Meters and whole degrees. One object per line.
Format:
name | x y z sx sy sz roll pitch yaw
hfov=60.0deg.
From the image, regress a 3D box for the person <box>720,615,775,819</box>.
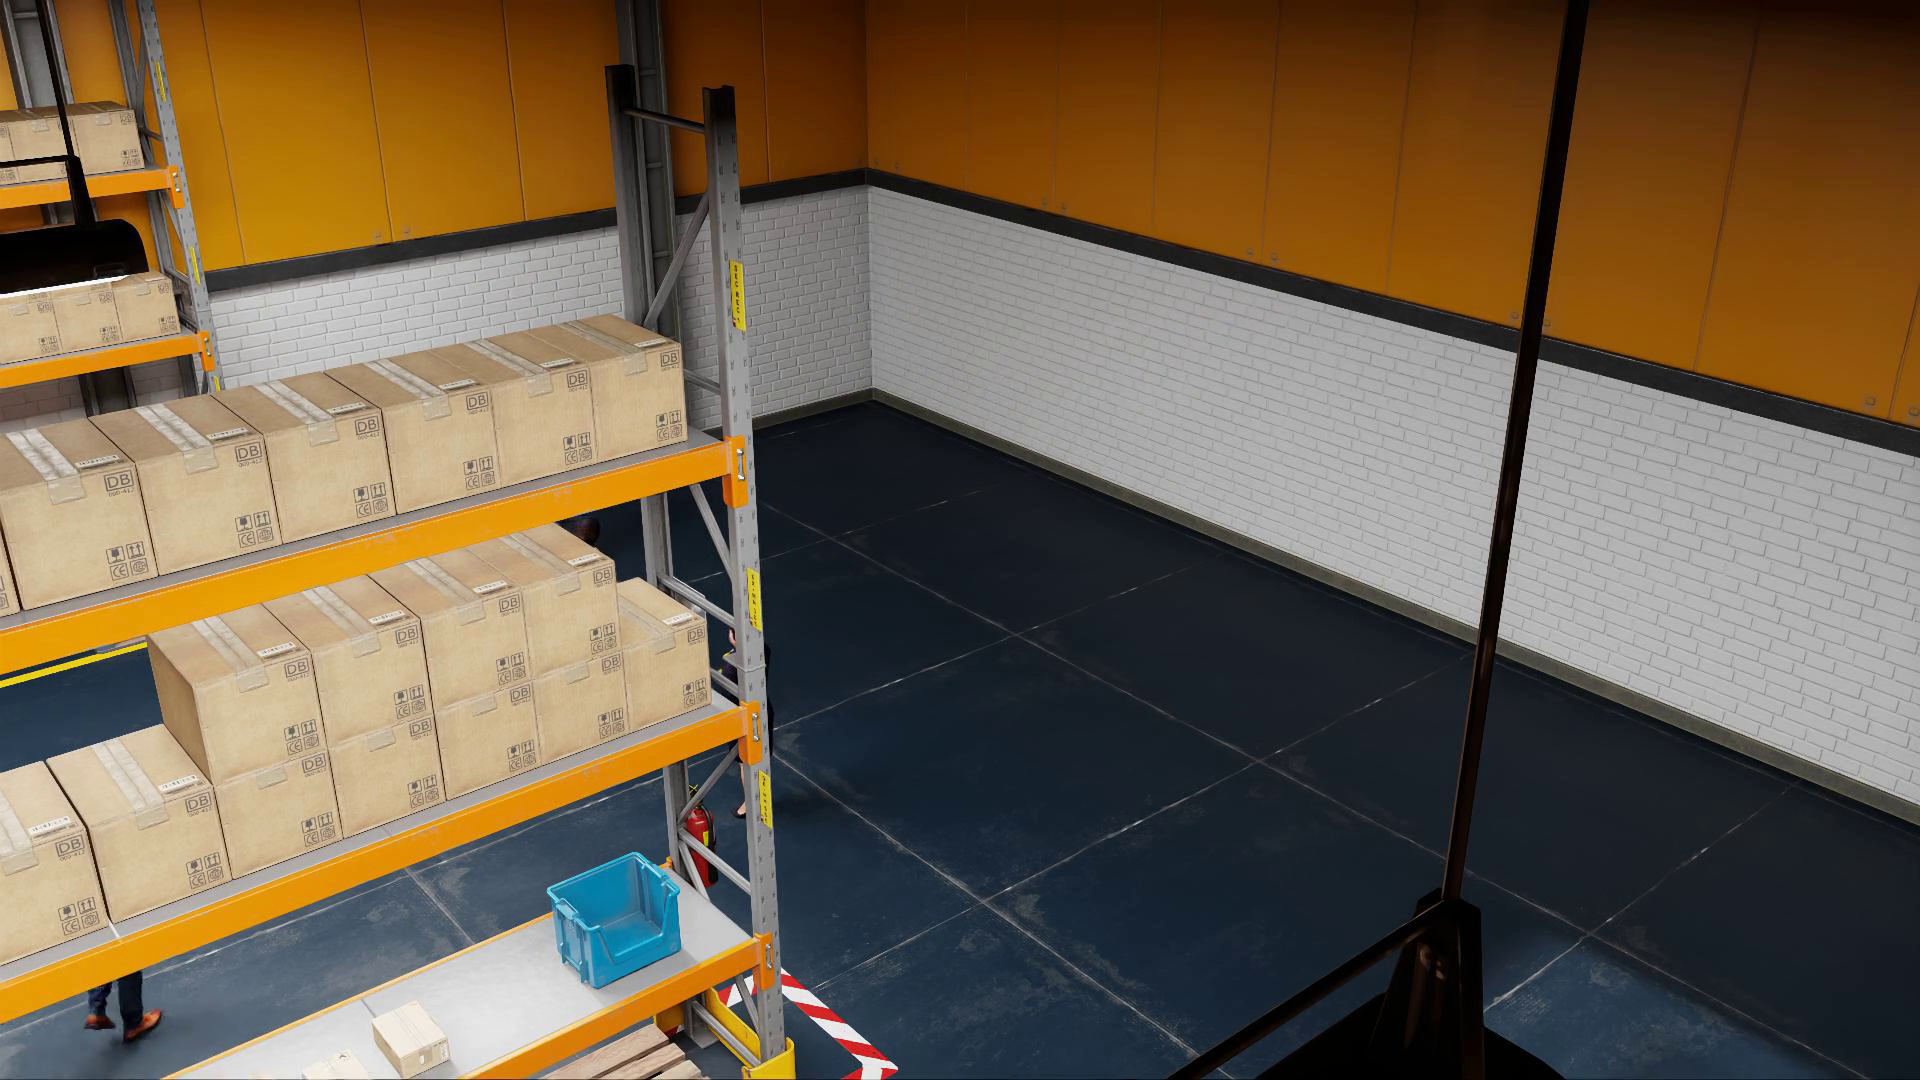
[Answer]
person | -1.611 1.343 12.675 0.849 1.671 0.722 11 26 23
